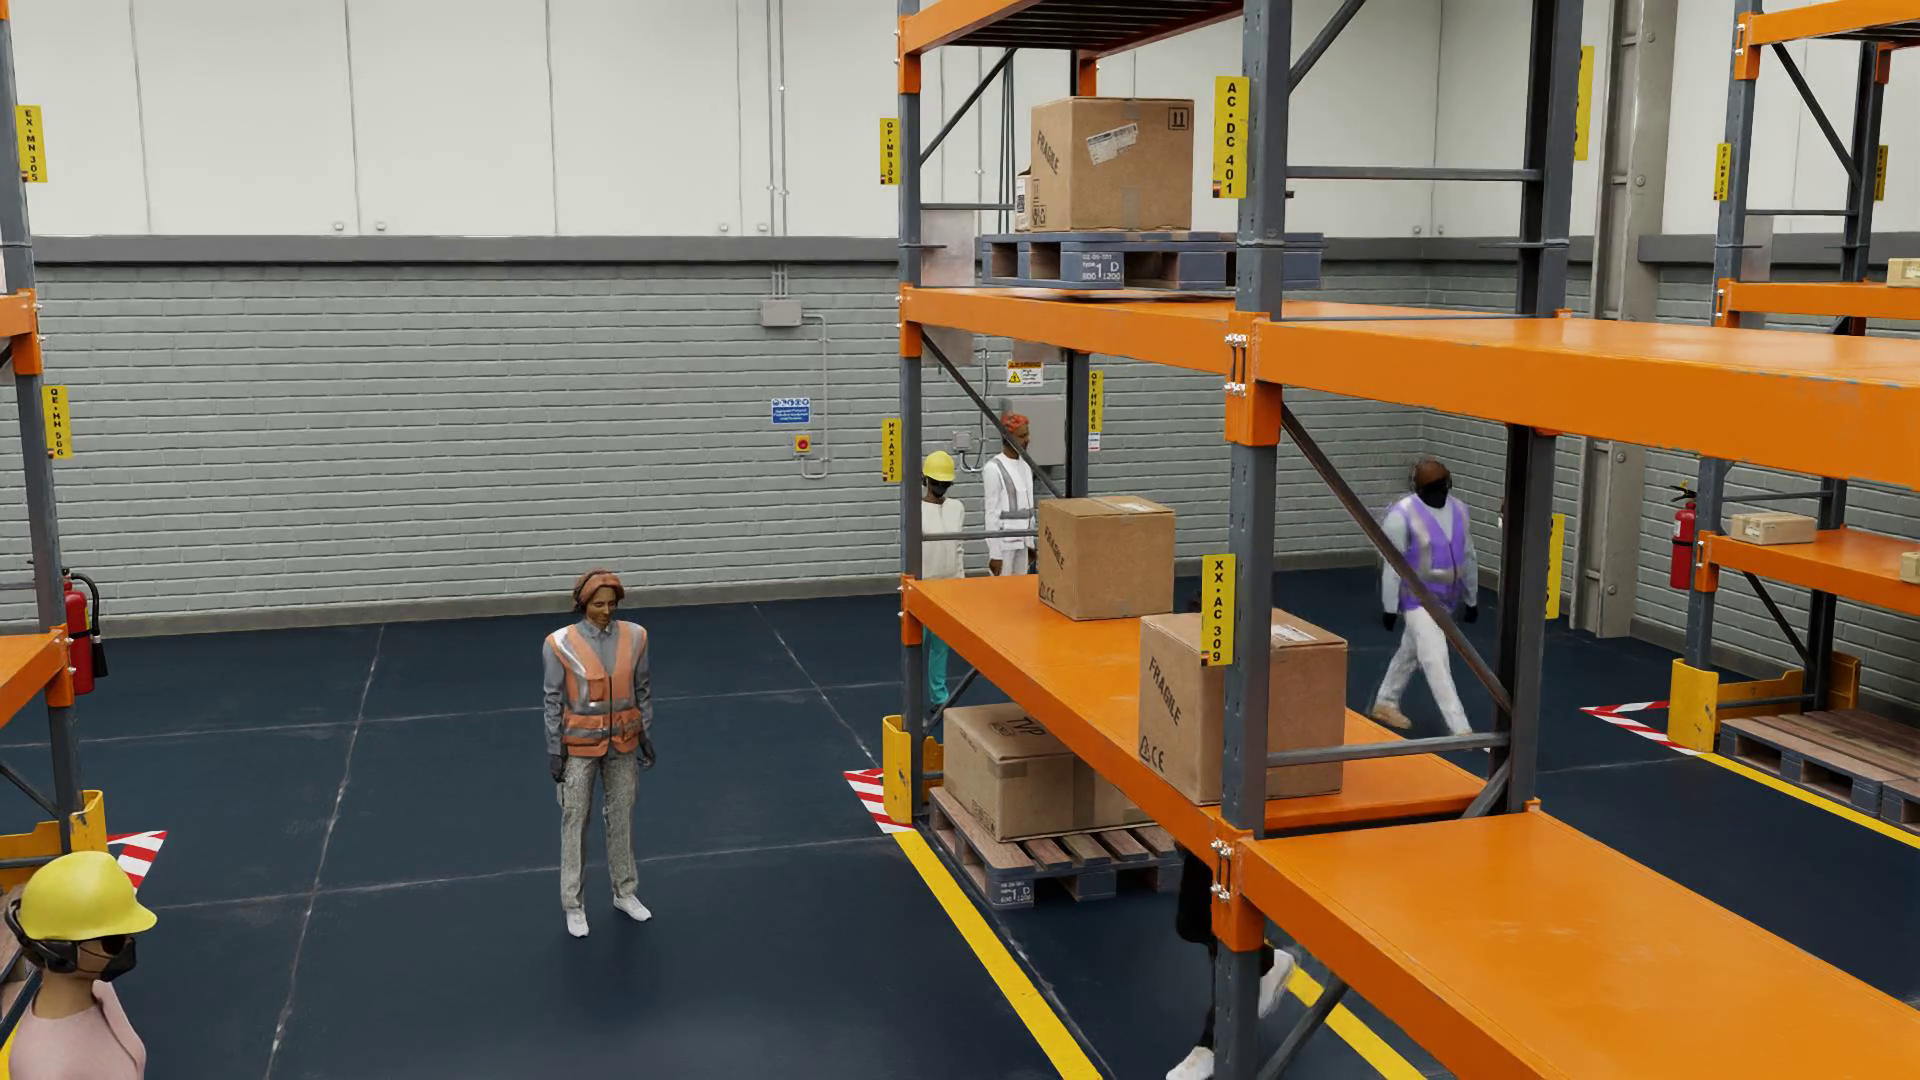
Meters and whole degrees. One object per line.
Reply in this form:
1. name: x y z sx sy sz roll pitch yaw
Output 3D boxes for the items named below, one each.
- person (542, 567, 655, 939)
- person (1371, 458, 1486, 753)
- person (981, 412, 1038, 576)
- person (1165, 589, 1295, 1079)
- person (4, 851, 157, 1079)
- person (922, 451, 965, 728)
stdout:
1. person: -1.606 0.930 7.419 0.511 1.639 0.308 -7 12 -36
2. person: 2.899 0.374 10.232 0.652 1.772 0.982 -6 12 -32
3. person: 0.363 0.028 11.869 0.350 1.882 0.574 6 11 29
4. person: 1.018 1.058 6.117 0.603 1.849 0.536 -7 12 -35
5. person: -1.896 1.529 3.670 0.335 1.757 0.517 -3 11 -19
6. person: -0.155 0.306 10.626 0.523 1.763 0.329 -9 13 -42
